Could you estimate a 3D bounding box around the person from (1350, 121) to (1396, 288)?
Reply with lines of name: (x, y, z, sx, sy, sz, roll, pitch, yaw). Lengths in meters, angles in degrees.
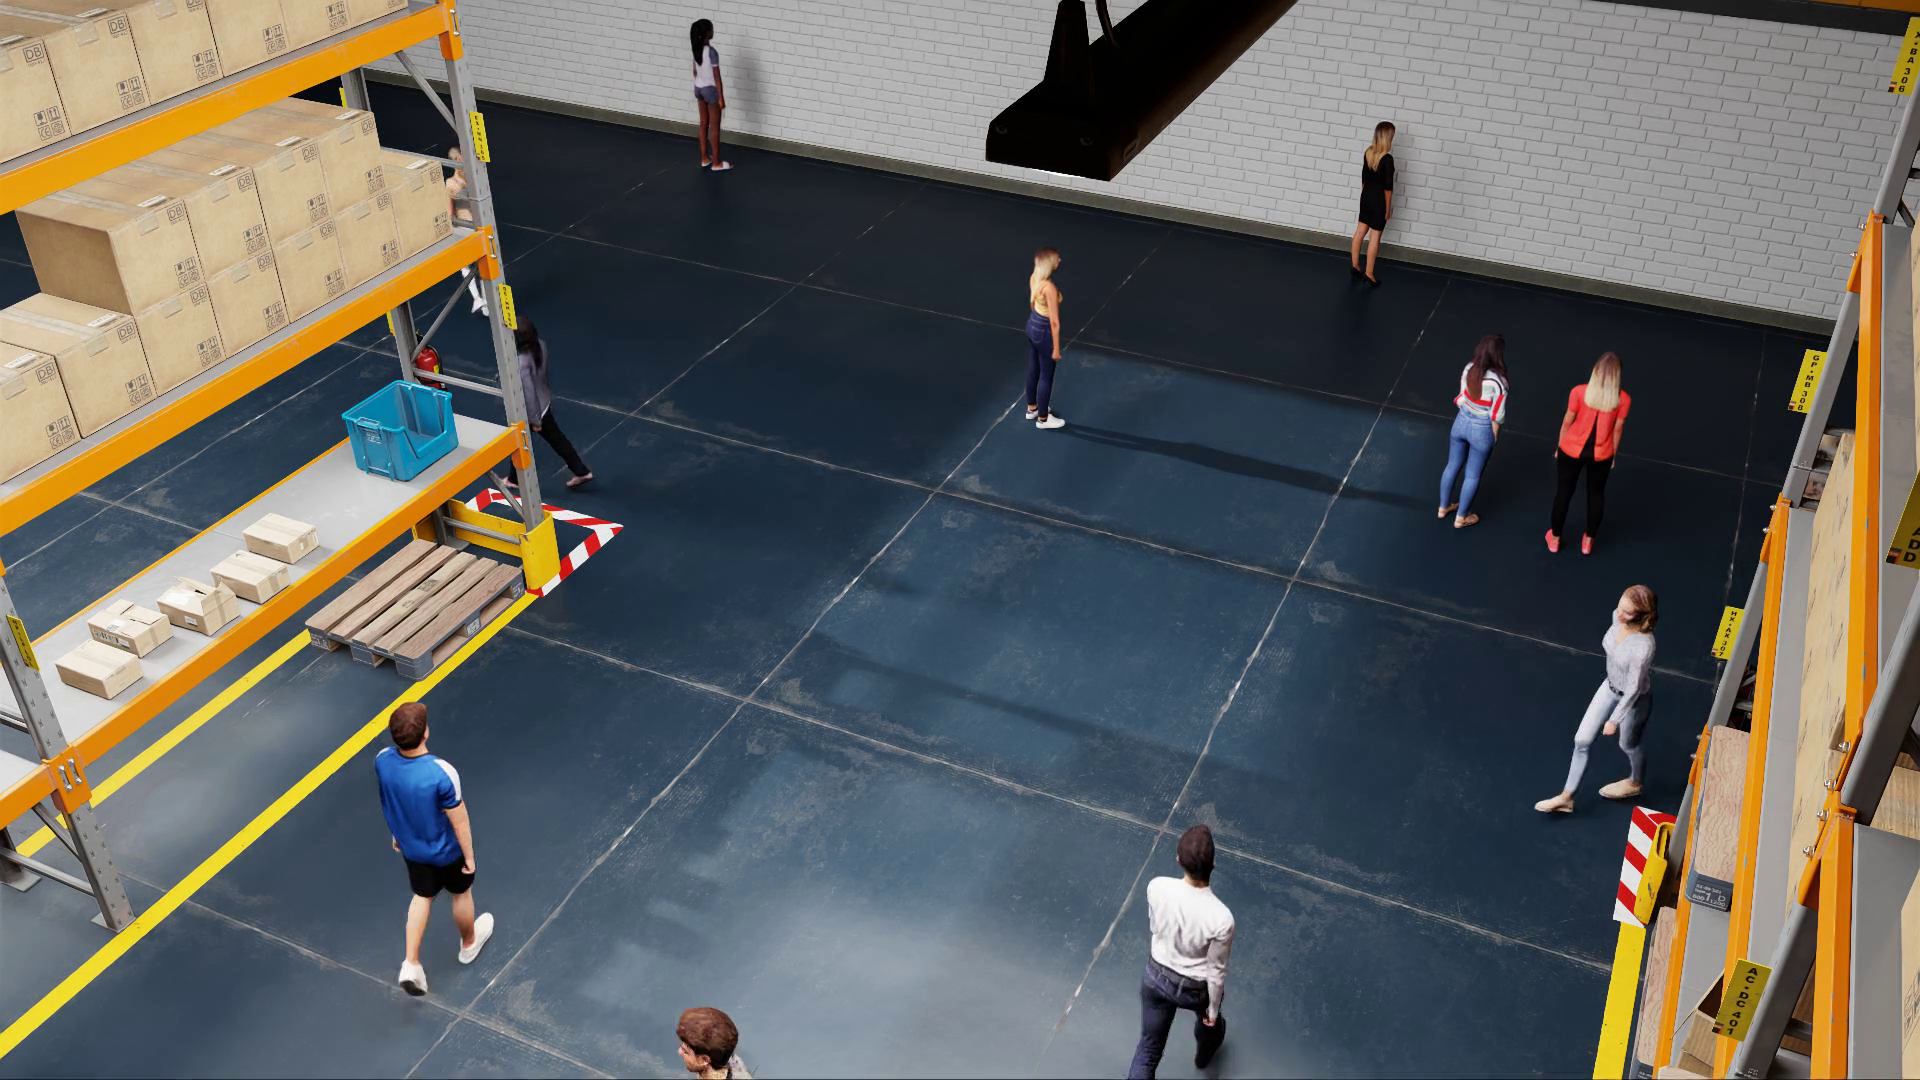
person: (4.118, -3.347, 16.549, 0.640, 1.679, 0.608, -16, 37, -22)

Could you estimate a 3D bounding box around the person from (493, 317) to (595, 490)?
person: (-3.315, -1.039, 13.178, 0.941, 1.567, 1.095, 5, 34, 8)

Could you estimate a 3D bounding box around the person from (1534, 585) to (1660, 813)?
person: (4.062, 0.953, 10.025, 1.006, 1.739, 1.023, -1, 34, -2)

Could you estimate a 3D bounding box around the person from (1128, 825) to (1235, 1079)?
person: (1.015, 2.200, 8.054, 0.646, 1.844, 1.246, 17, 37, 24)

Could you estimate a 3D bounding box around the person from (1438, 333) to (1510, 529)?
person: (3.973, -0.853, 12.859, 0.666, 1.610, 0.661, -24, 40, -31)

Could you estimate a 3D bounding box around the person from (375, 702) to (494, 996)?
person: (-2.857, 1.665, 8.850, 0.814, 1.855, 1.089, 7, 34, 10)

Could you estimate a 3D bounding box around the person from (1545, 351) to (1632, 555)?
person: (4.671, -0.640, 12.462, 0.630, 1.694, 0.606, 9, 35, 13)

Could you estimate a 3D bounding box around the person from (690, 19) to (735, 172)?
person: (-2.911, -5.160, 19.236, 0.646, 1.723, 0.671, -28, 43, -35)

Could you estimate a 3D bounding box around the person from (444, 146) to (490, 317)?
person: (-4.637, -2.899, 15.867, 0.754, 1.688, 0.808, -15, 36, -21)

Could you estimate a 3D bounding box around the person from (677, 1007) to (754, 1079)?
person: (-0.937, 2.776, 7.166, 0.828, 1.869, 0.839, -25, 41, -32)

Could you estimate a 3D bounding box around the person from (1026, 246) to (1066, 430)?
person: (0.705, -1.737, 14.172, 0.706, 1.628, 0.651, -13, 36, -18)
